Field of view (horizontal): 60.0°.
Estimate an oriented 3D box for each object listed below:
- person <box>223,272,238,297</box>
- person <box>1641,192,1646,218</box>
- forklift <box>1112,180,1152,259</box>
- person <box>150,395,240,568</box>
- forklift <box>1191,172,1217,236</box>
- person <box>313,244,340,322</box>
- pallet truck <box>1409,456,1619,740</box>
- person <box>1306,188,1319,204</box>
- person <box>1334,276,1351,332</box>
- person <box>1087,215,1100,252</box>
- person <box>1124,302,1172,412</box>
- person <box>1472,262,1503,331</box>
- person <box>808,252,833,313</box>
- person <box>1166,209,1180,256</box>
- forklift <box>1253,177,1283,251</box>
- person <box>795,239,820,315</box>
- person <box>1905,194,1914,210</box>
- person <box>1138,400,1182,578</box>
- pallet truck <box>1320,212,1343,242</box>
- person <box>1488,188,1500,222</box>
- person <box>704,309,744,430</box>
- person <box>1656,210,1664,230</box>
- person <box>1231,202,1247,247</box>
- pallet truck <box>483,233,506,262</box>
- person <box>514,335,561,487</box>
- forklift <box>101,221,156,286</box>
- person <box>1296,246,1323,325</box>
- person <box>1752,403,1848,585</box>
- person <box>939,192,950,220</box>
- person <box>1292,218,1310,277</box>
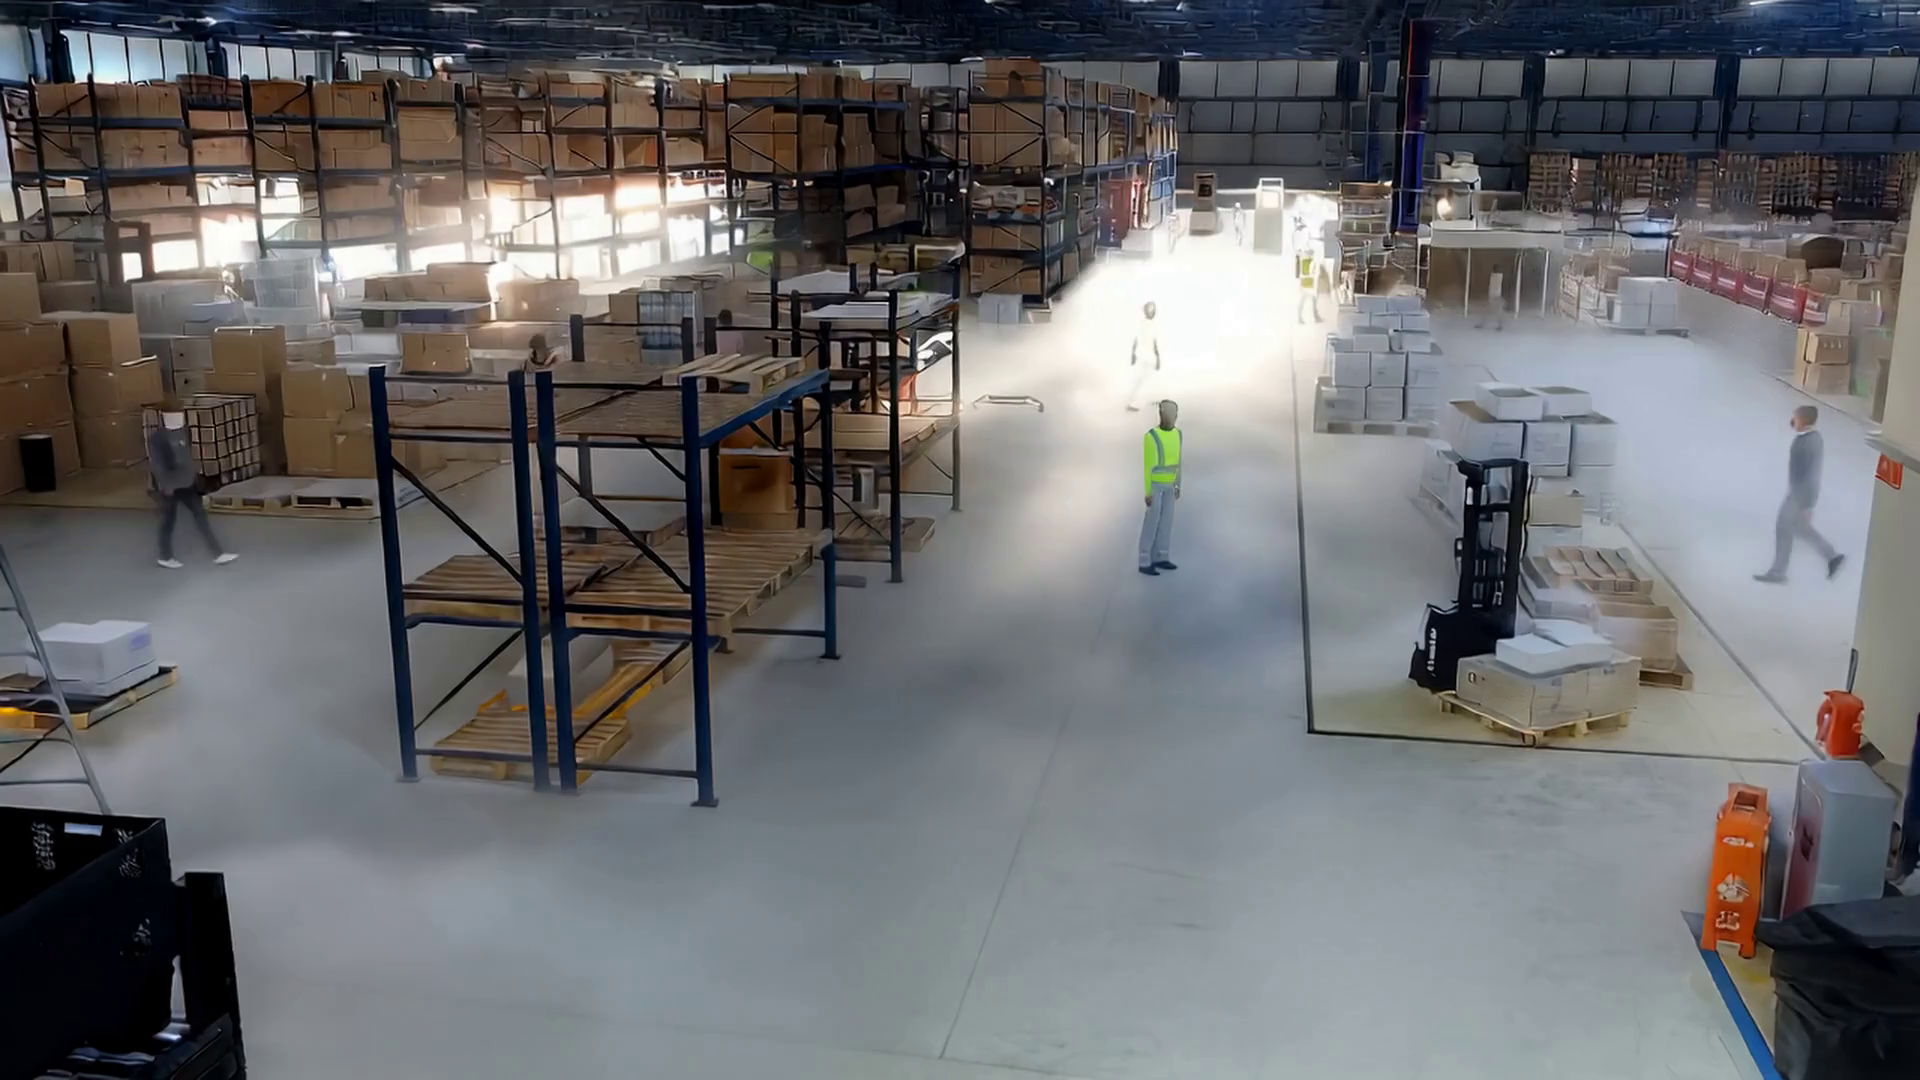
[{"bbox_3d":[-15.709,-4.951,35.860,0.311,1.638,0.523,-3,14,-14],"label":"person"},{"bbox_3d":[33.120,-16.065,80.607,0.430,1.820,0.618,1,14,4],"label":"person"},{"bbox_3d":[6.082,-11.722,60.796,1.873,2.768,1.129,2,14,9],"label":"forklift"},{"bbox_3d":[-8.227,-0.601,17.694,0.971,1.880,0.602,4,14,16],"label":"person"},{"bbox_3d":[10.899,-14.982,74.033,1.129,2.768,1.873,3,14,10],"label":"forklift"},{"bbox_3d":[-15.532,-6.317,40.856,0.587,1.911,0.398,-8,16,-28],"label":"person"},{"bbox_3d":[4.504,0.400,13.395,0.823,1.965,1.885,-6,15,-23],"label":"pallet truck"},{"bbox_3d":[16.607,-15.646,78.672,0.656,1.953,0.862,11,18,38],"label":"person"},{"bbox_3d":[8.050,-4.738,34.984,0.309,1.645,0.514,12,19,41],"label":"person"},{"bbox_3d":[4.691,-10.606,58.722,0.428,1.683,0.539,7,15,25],"label":"person"},{"bbox_3d":[3.153,-3.049,27.760,0.997,1.817,0.551,-7,16,-27],"label":"person"},{"bbox_3d":[12.489,-5.734,39.101,0.787,1.596,0.532,13,19,43],"label":"person"},{"bbox_3d":[-3.494,-6.338,41.456,0.880,1.636,0.558,-10,17,-35],"label":"person"},{"bbox_3d":[8.012,-11.609,62.717,0.518,1.727,0.907,2,14,8],"label":"person"},{"bbox_3d":[12.083,-12.747,64.956,1.129,2.768,1.873,3,14,10],"label":"forklift"},{"bbox_3d":[-3.764,-6.405,41.030,0.623,1.992,0.396,-4,14,-17],"label":"person"},{"bbox_3d":[45.168,-15.693,79.063,0.391,1.838,0.563,3,14,13],"label":"person"},{"bbox_3d":[2.121,-0.542,17.485,0.570,1.877,0.349,-13,19,-43],"label":"person"},{"bbox_3d":[15.874,-13.227,70.310,0.680,1.201,1.601,10,17,35],"label":"pallet truck"},{"bbox_3d":[25.619,-15.895,79.714,0.614,1.930,0.602,-7,16,-28],"label":"person"},{"bbox_3d":[-3.649,-2.625,25.855,0.624,1.915,0.499,0,14,-1],"label":"person"},{"bbox_3d":[27.727,-12.372,65.832,0.916,1.719,0.530,0,14,0],"label":"person"},{"bbox_3d":[11.231,-12.699,67.006,0.623,1.788,0.899,2,14,8],"label":"person"},{"bbox_3d":[-11.832,-7.026,43.548,1.885,1.965,0.823,8,16,28],"label":"pallet truck"},{"bbox_3d":[-5.570,-1.726,21.939,0.703,2.000,1.023,2,14,8],"label":"person"},{"bbox_3d":[-16.772,-5.071,33.793,1.129,2.768,1.873,3,14,10],"label":"forklift"},{"bbox_3d":[8.477,-6.179,40.352,0.557,1.878,0.974,11,18,38],"label":"person"},{"bbox_3d":[8.698,-0.452,17.037,0.790,1.915,0.637,6,15,23],"label":"person"},{"bbox_3d":[-0.822,-17.830,87.563,0.552,1.921,0.474,3,14,11],"label":"person"},{"bbox_3d":[10.897,-9.333,53.128,0.573,1.888,0.964,3,14,12],"label":"person"}]
